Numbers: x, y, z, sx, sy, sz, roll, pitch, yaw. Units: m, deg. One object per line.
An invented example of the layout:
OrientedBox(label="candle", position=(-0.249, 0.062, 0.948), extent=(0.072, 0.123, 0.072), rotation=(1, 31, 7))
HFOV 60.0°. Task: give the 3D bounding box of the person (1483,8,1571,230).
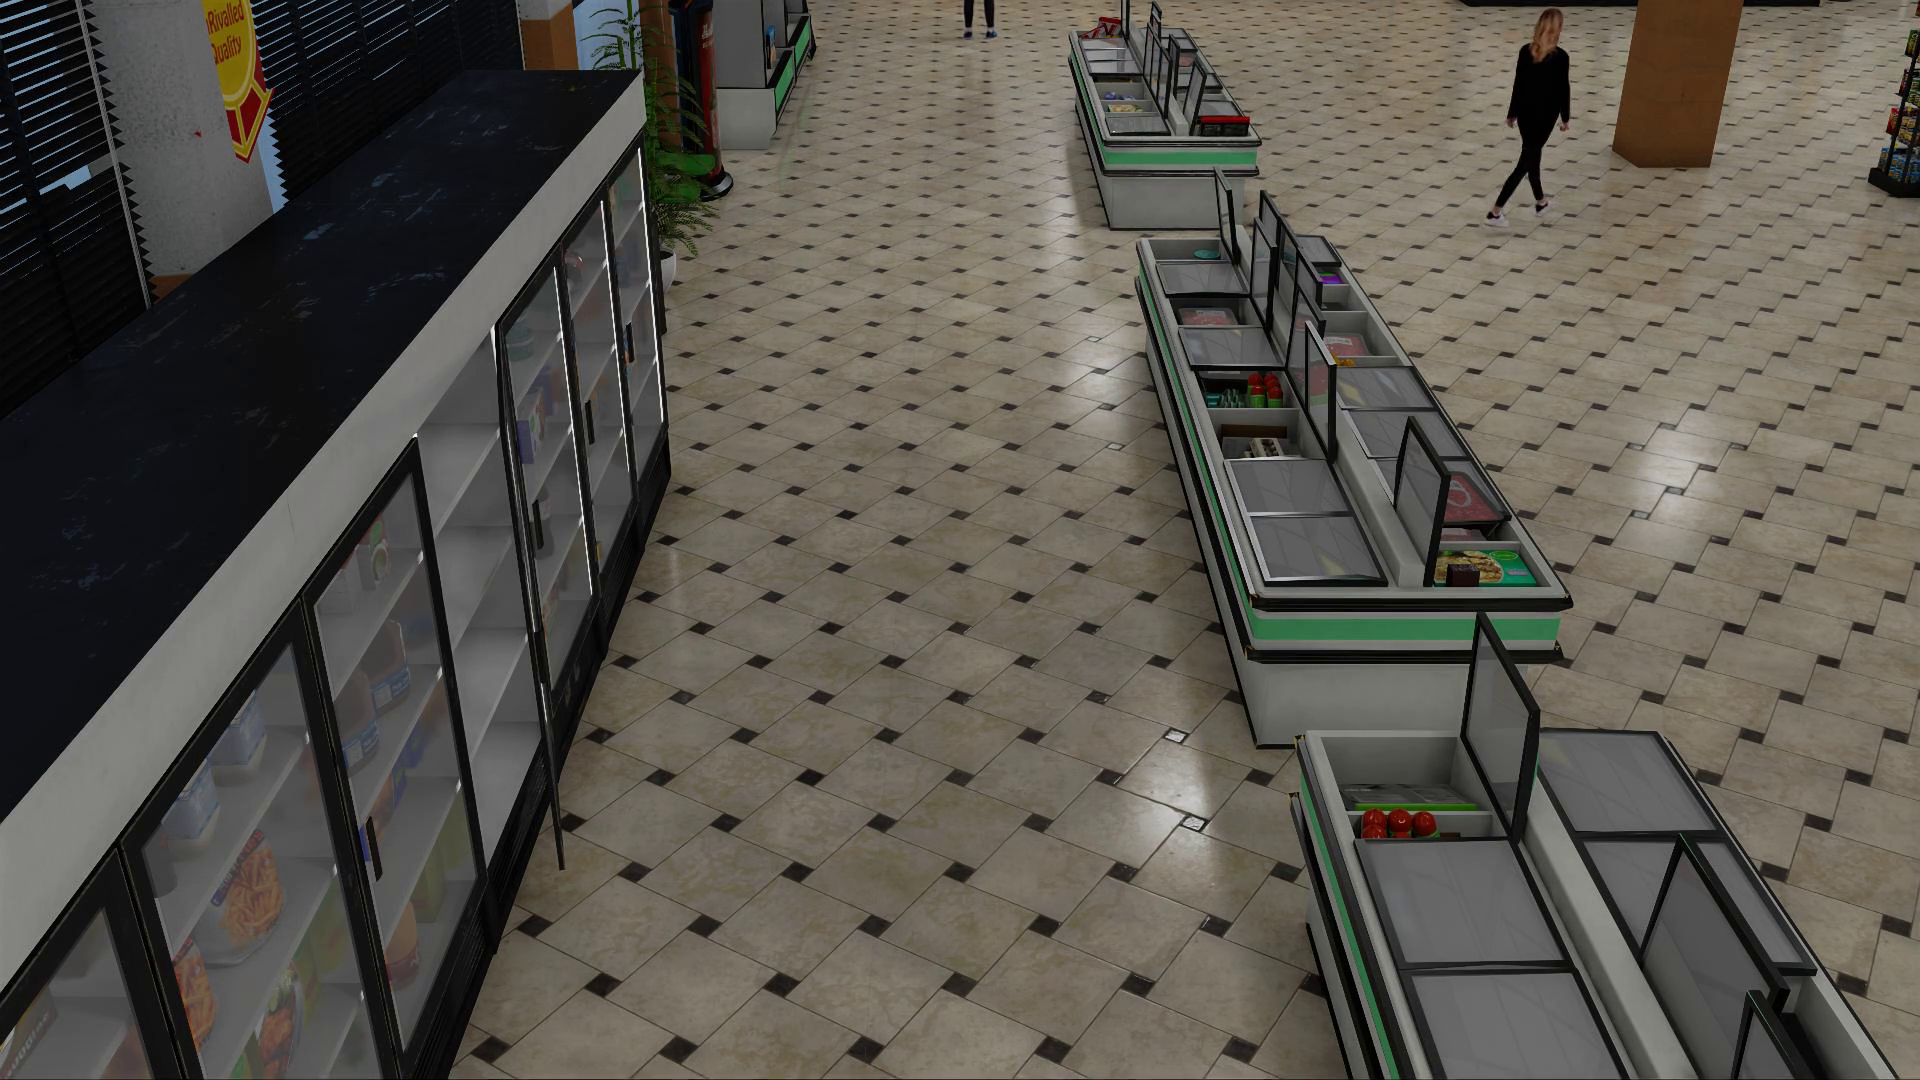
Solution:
OrientedBox(label="person", position=(4.658, -3.394, 13.654), extent=(1.145, 1.750, 1.215), rotation=(-17, 32, -31))

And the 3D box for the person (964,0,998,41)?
OrientedBox(label="person", position=(0.242, -7.448, 21.564), extent=(0.706, 1.826, 0.572), rotation=(2, 27, 4))
